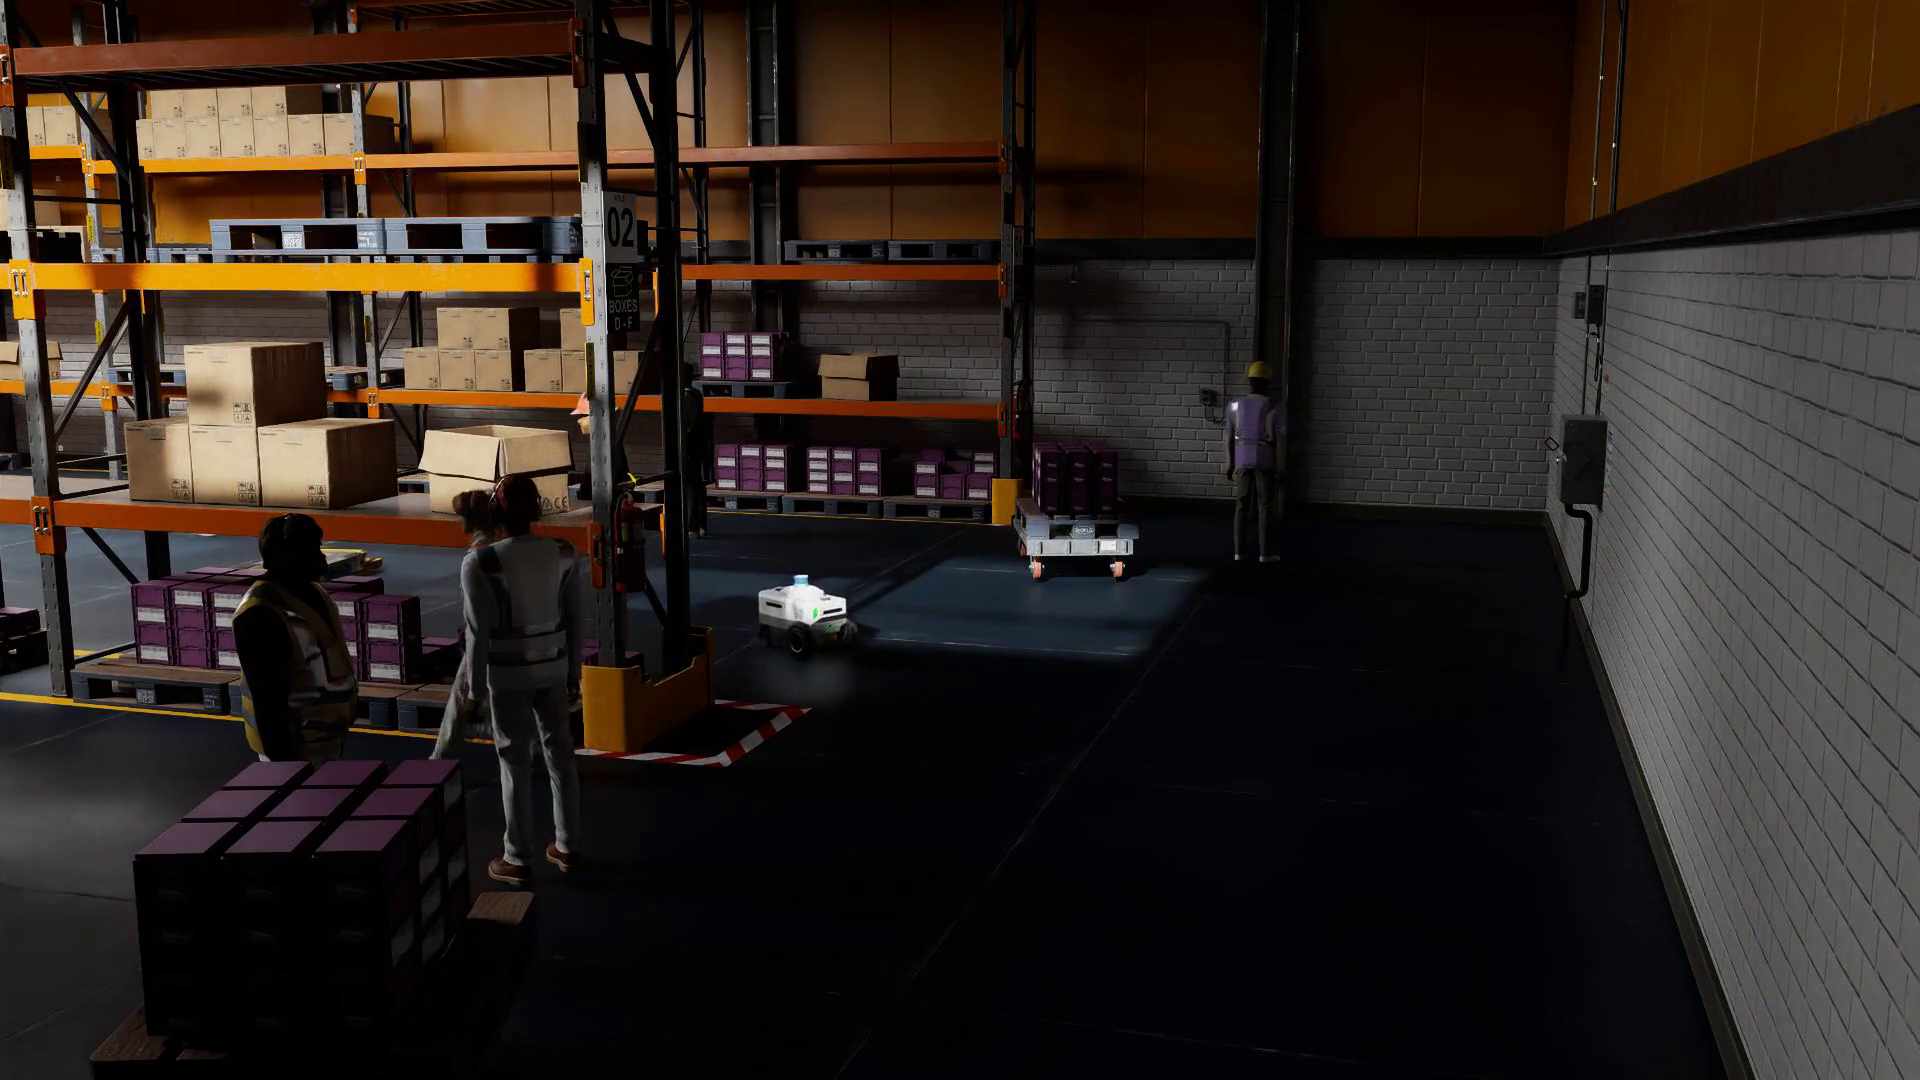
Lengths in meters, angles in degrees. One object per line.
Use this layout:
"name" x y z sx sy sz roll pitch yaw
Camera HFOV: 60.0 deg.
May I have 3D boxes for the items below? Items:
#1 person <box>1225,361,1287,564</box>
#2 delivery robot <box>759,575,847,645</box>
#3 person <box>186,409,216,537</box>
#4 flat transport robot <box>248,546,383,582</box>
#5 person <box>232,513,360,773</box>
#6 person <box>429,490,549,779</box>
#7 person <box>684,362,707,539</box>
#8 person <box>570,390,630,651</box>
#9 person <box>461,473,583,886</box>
"person" 2.821 -0.735 15.813 0.594 1.921 0.385 5 11 28
"delivery robot" -1.156 0.499 12.171 0.477 0.478 0.707 -9 13 -44
"person" -7.906 -0.857 17.424 0.310 1.638 0.522 0 9 1
"flat transport robot" -5.791 0.260 14.771 0.652 0.197 1.431 2 9 9
"person" -2.631 0.804 6.685 0.429 1.844 0.625 -1 9 -3
"person" -2.644 0.533 9.047 0.828 1.603 0.517 0 9 2
"person" -2.810 -0.924 17.216 0.342 1.842 0.506 2 10 14
"person" -2.437 -0.040 11.361 0.387 1.992 0.626 -1 9 -9
"person" -1.984 0.635 7.590 0.575 1.883 0.362 -8 12 -39
